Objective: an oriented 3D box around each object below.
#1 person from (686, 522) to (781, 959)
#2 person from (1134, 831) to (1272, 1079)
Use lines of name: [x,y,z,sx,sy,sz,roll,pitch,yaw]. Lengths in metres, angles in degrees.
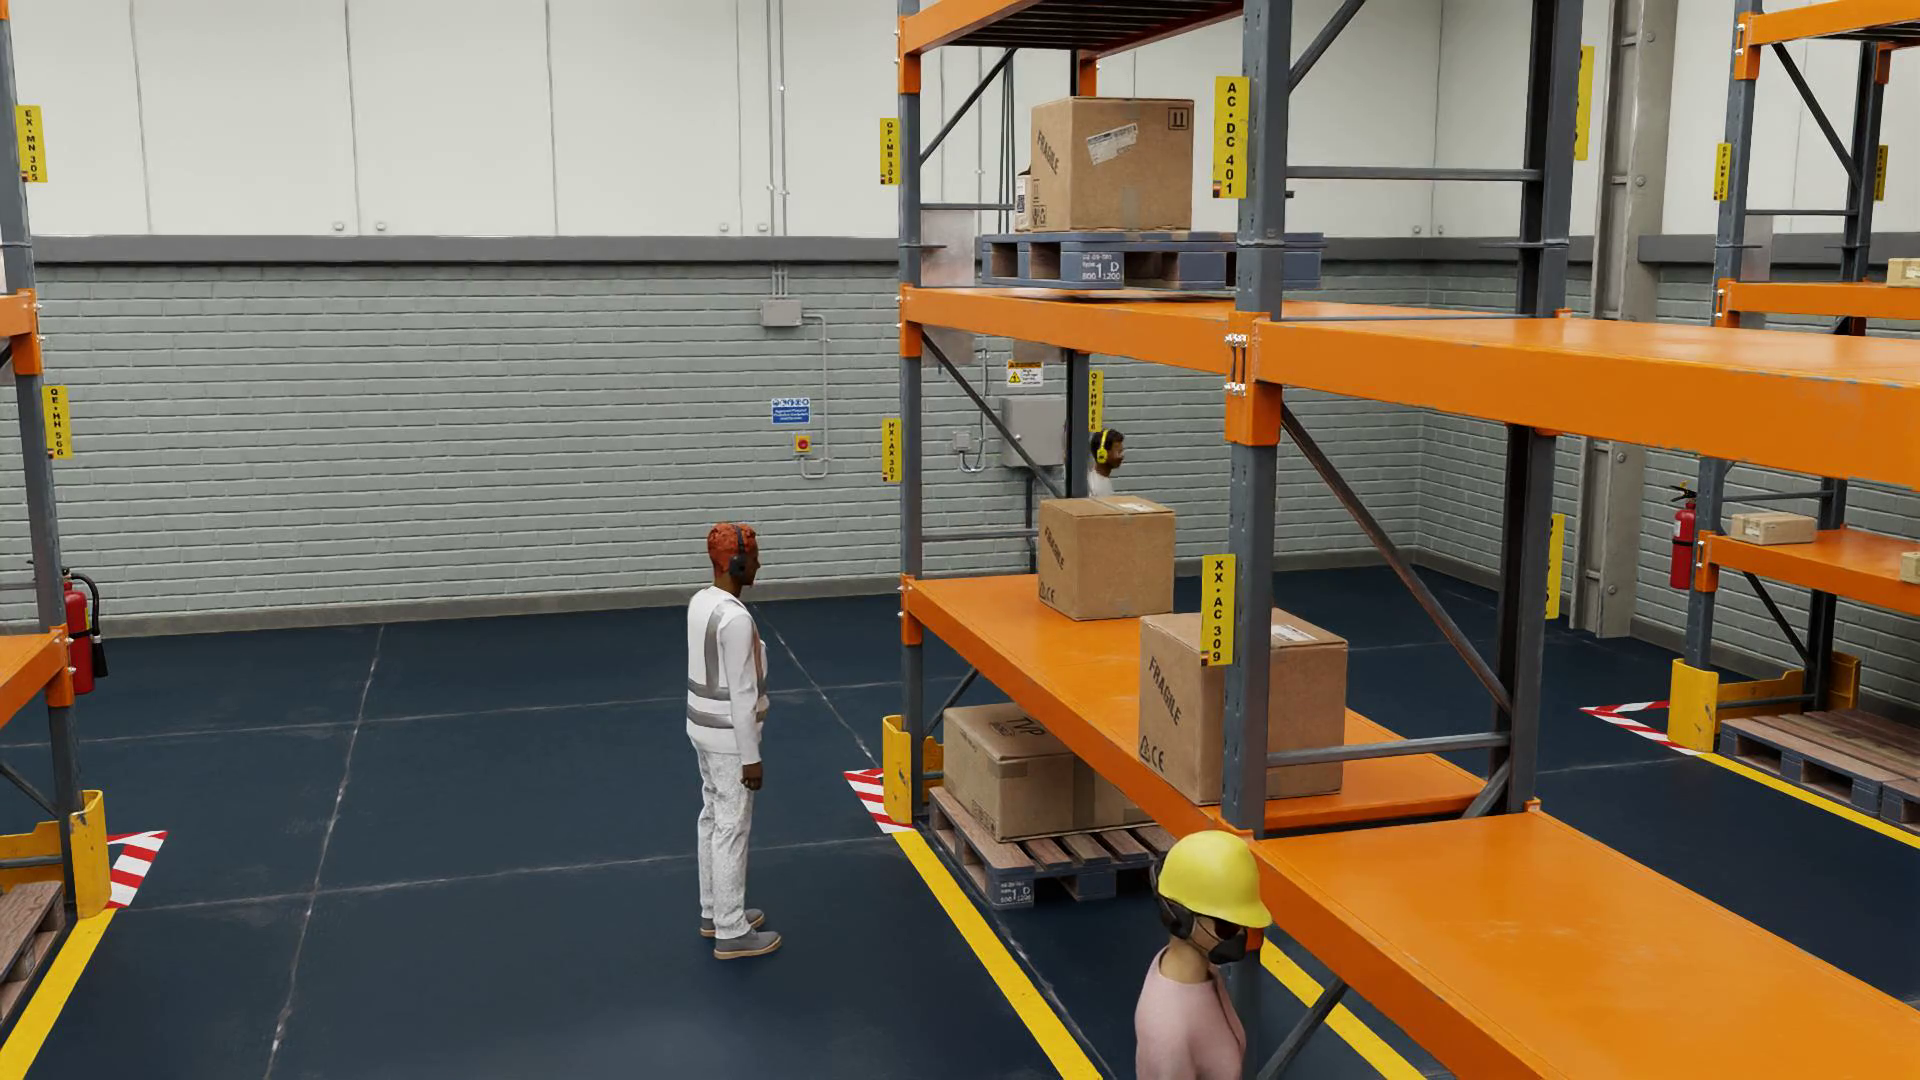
person: [-0.992,0.855,7.171,0.359,1.880,0.575,-5,11,-25]
person: [0.522,1.507,3.784,0.329,1.762,0.523,2,10,13]
